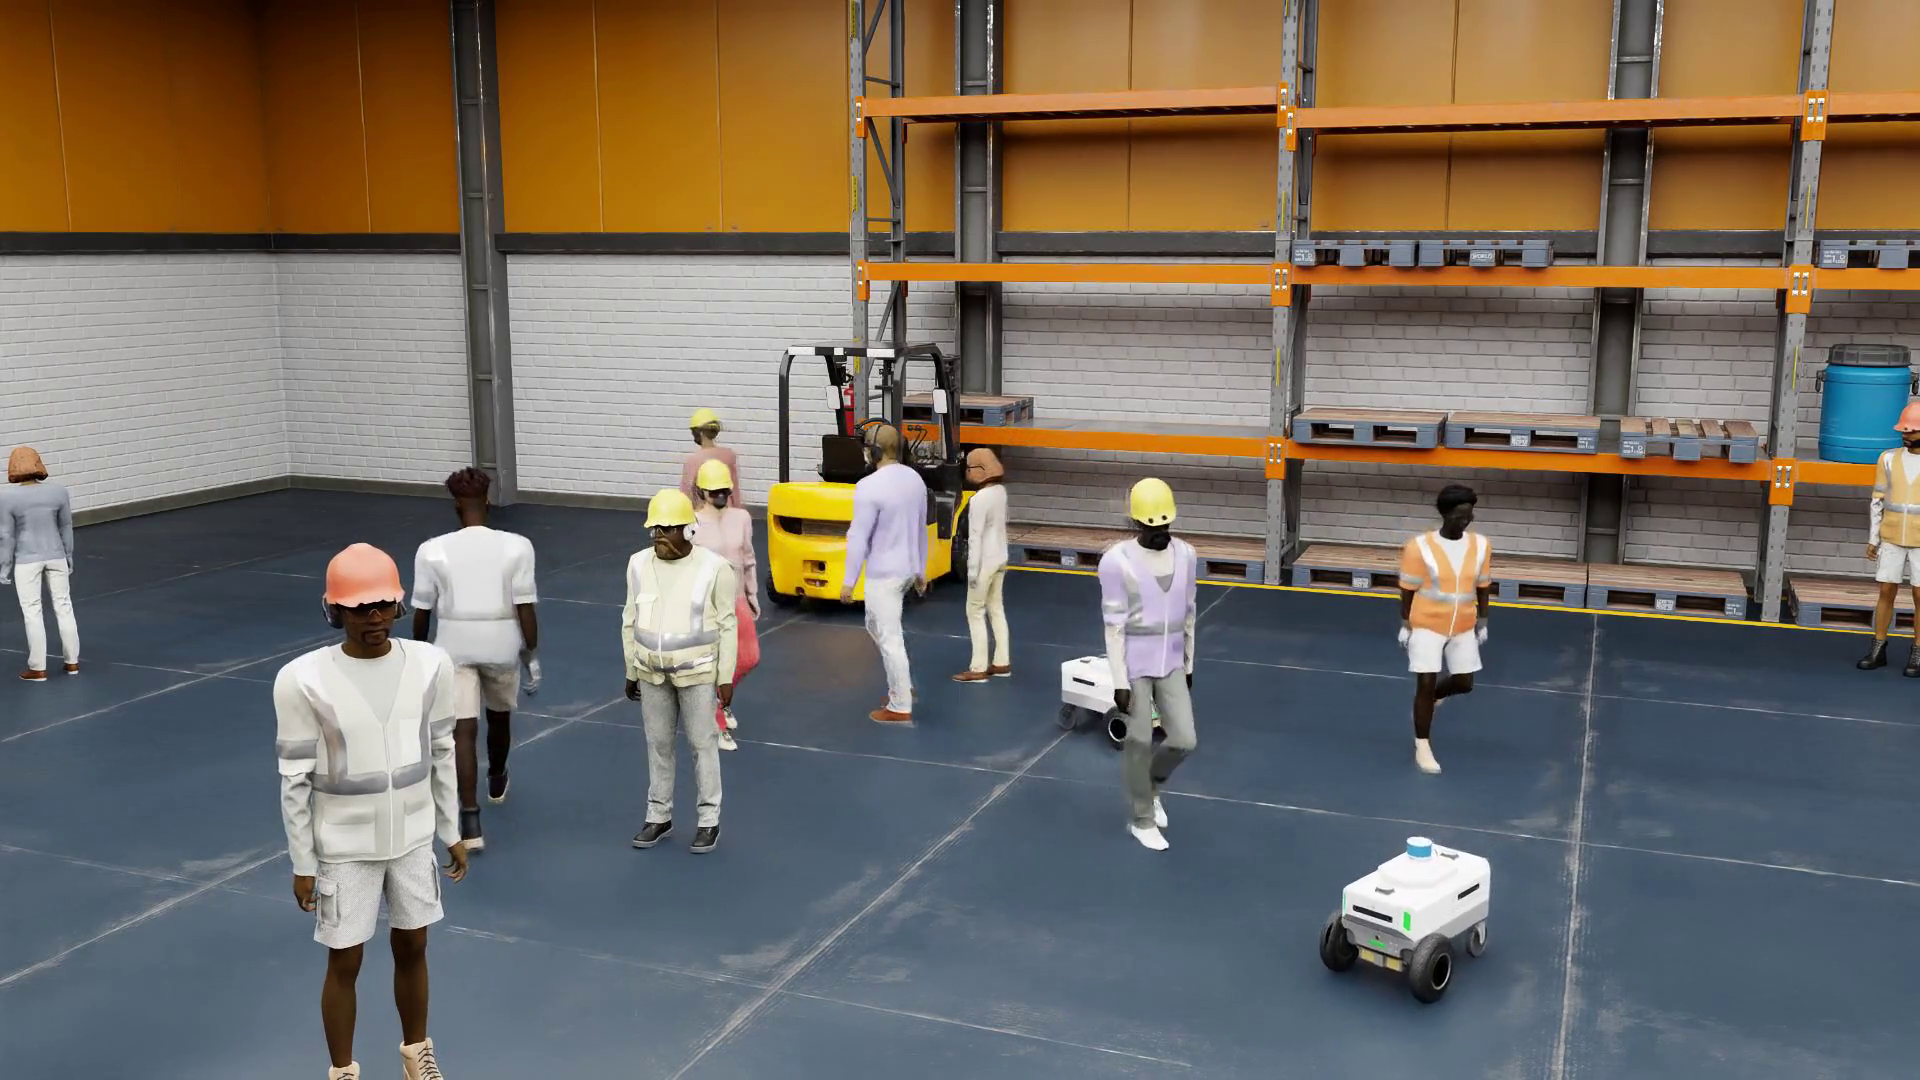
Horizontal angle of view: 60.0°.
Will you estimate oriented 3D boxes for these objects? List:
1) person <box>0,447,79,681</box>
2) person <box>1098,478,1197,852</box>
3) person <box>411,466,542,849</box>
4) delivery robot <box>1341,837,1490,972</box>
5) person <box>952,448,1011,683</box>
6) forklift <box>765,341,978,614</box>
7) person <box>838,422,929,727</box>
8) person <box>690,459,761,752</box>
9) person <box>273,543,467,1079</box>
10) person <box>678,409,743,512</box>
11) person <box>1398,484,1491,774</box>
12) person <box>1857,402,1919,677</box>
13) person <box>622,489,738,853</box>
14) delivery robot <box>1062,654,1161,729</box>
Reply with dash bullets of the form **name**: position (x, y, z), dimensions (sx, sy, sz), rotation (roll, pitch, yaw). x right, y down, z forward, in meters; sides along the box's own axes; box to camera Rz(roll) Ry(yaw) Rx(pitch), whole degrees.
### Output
- **person**: position (-6.402, 0.163, 11.545), dimensions (0.282, 1.633, 0.498), rotation (8, 13, 38)
- **person**: position (0.948, 0.619, 8.257), dimensions (0.593, 1.897, 0.437), rotation (-6, 12, -29)
- **person**: position (-2.495, 0.571, 8.585), dimensions (0.627, 1.898, 1.093), rotation (-3, 11, -17)
- **delivery robot**: position (1.905, 1.481, 6.926), dimensions (0.707, 0.478, 0.477), rotation (-10, 14, -44)
- **person**: position (0.167, 0.173, 11.492), dimensions (0.344, 1.629, 0.513), rotation (5, 11, 26)
- **forklift**: position (-0.739, -0.602, 14.246), dimensions (1.214, 2.155, 2.313), rotation (4, 11, 21)
- **person**: position (-0.475, 0.223, 10.442), dimensions (0.520, 1.920, 0.635), rotation (5, 11, 28)
- **person**: position (-1.452, 0.380, 9.977), dimensions (0.552, 1.753, 0.393), rotation (-8, 13, -39)
- **person**: position (-1.971, 1.016, 5.653), dimensions (0.605, 2.044, 0.375), rotation (-8, 13, -39)
- **person**: position (-1.986, -0.147, 12.960), dimensions (0.605, 1.733, 0.648), rotation (7, 12, 35)
- **person**: position (2.768, 0.477, 9.663), dimensions (0.555, 1.670, 0.587), rotation (-2, 10, -8)
- **person**: position (6.646, -0.003, 11.641), dimensions (0.379, 1.931, 0.548), rotation (-9, 14, -42)
- **person**: position (-1.409, 0.649, 8.284), dimensions (0.603, 1.830, 0.404), rotation (3, 11, 15)
- **delivery robot**: position (0.961, 0.893, 10.212), dimensions (0.477, 0.478, 0.707), rotation (-10, 14, -43)
